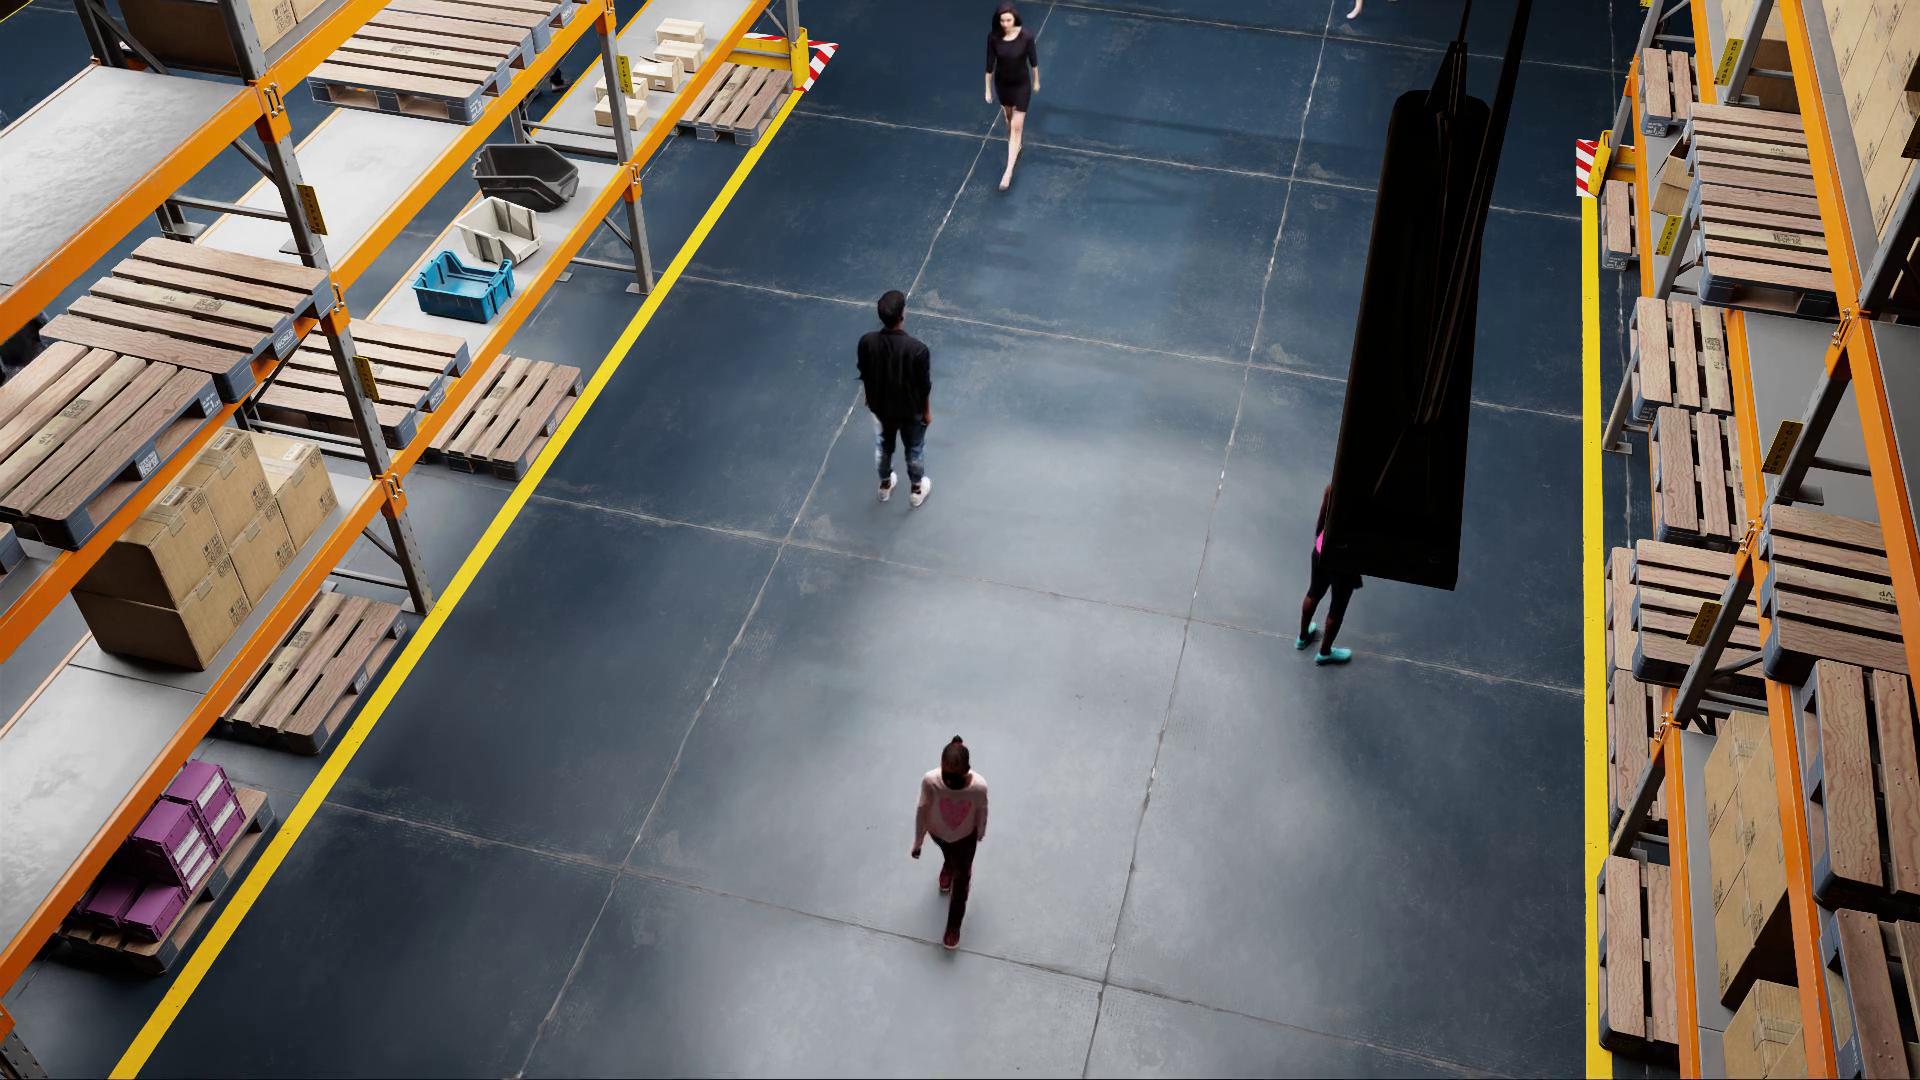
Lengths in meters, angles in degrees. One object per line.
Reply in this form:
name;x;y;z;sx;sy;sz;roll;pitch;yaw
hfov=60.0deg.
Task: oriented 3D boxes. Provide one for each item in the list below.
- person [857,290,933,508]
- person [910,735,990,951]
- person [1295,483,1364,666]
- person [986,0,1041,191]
person;-0.474;-0.977;11.968;0.693;1.806;0.611;11;45;12
person;-0.036;1.582;9.564;0.589;1.416;0.933;9;44;9
person;2.451;0.132;10.865;0.728;1.722;0.673;-21;48;-21
person;0.514;-4.181;15.379;0.635;1.739;1.169;11;45;11
